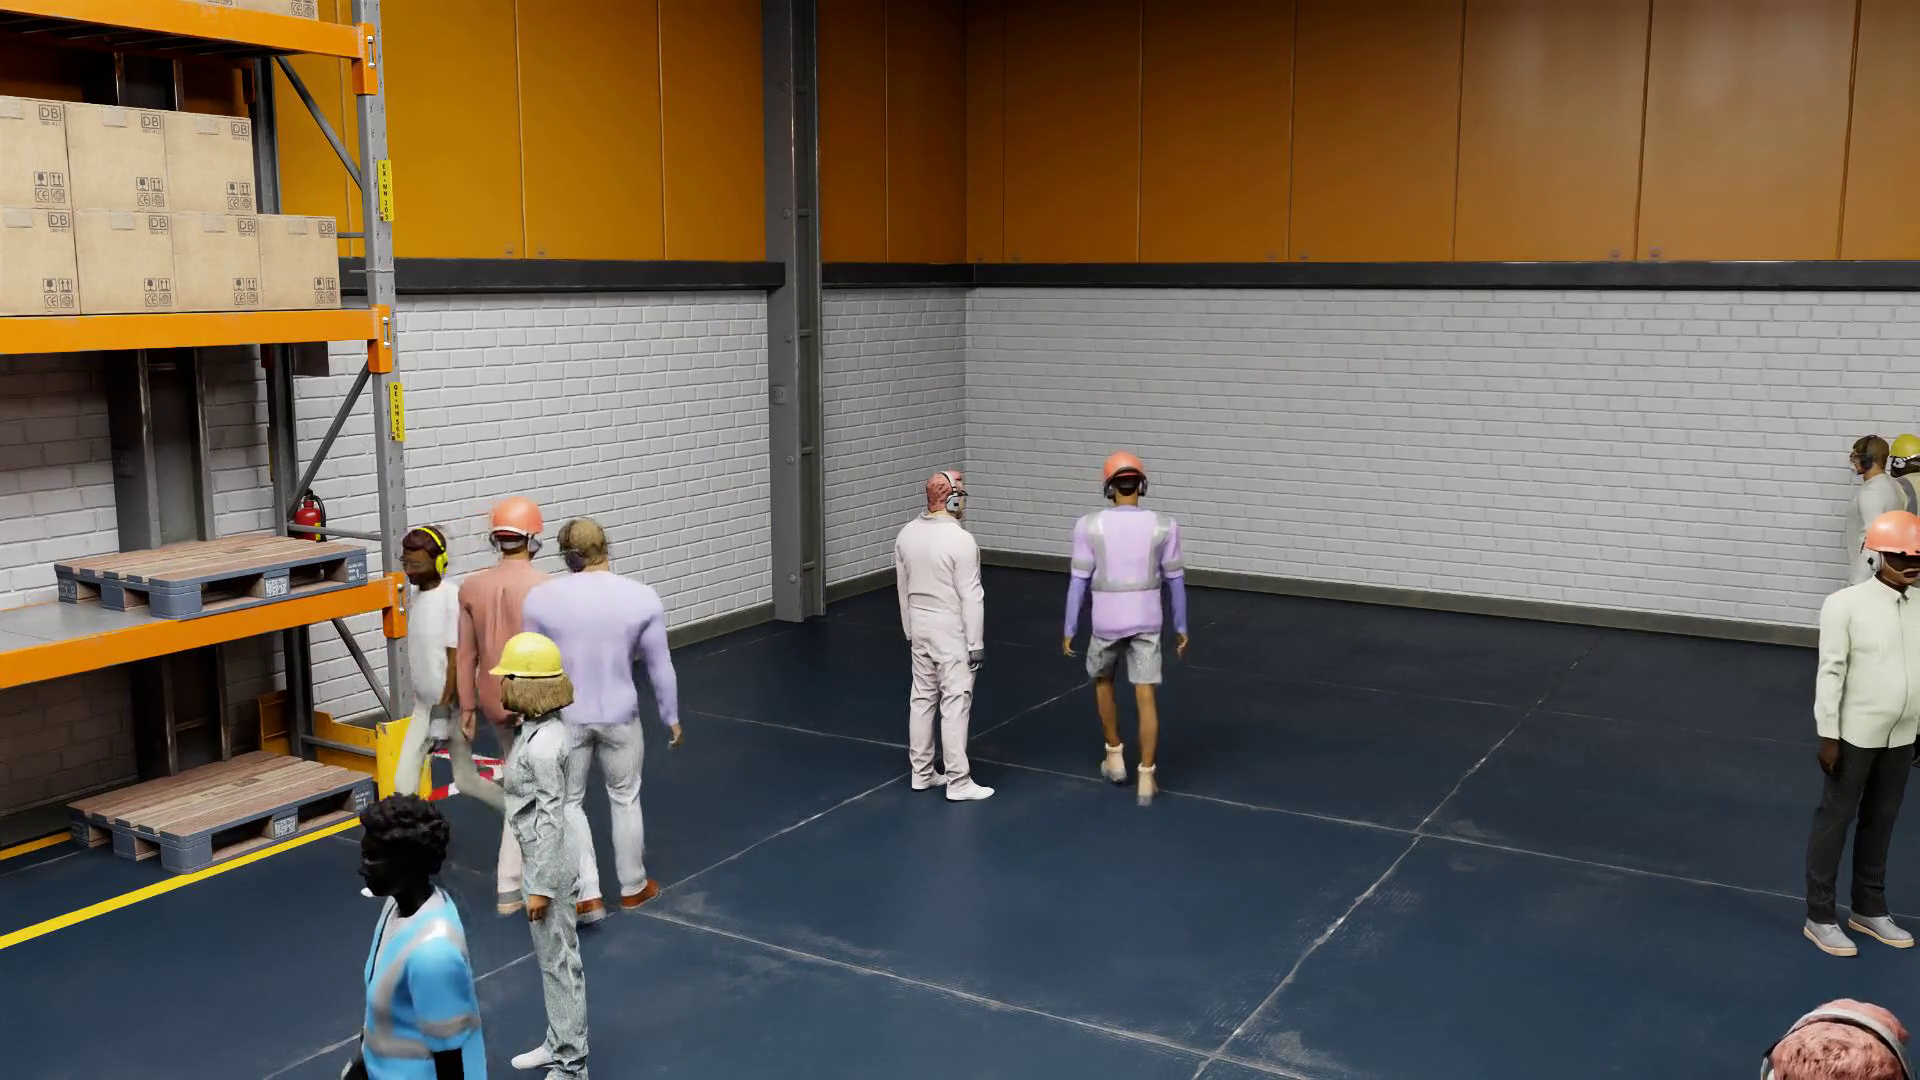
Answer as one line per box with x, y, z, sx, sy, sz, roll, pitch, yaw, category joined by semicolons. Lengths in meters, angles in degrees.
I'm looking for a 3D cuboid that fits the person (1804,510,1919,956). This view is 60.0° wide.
4.093;0.854;7.432;0.608;1.996;0.382;-3;9;-15;person

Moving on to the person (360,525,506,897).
-2.525;0.811;8.263;0.489;1.830;0.894;8;12;39;person

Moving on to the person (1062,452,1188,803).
0.967;0.488;9.720;0.759;1.986;0.793;0;9;-1;person

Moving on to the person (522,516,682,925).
-1.659;0.842;7.749;0.742;1.922;0.451;-2;9;-13;person

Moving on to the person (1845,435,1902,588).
6.234;0.244;11.418;0.353;1.936;0.633;7;11;37;person

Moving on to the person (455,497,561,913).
-2.077;0.758;8.180;0.624;1.946;1.003;3;10;18;person

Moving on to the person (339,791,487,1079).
-1.551;1.498;4.438;0.727;1.672;0.544;-4;10;-21;person

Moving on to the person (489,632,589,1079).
-1.541;1.193;6.097;0.296;1.745;0.484;-2;9;-14;person

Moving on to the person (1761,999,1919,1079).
1.354;1.665;2.695;0.635;1.899;0.397;7;12;38;person

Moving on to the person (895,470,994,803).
-0.075;0.550;9.606;0.406;1.910;0.639;-8;12;-42;person

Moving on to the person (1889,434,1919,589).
7.096;0.112;12.571;0.603;1.830;0.404;-6;11;-32;person
